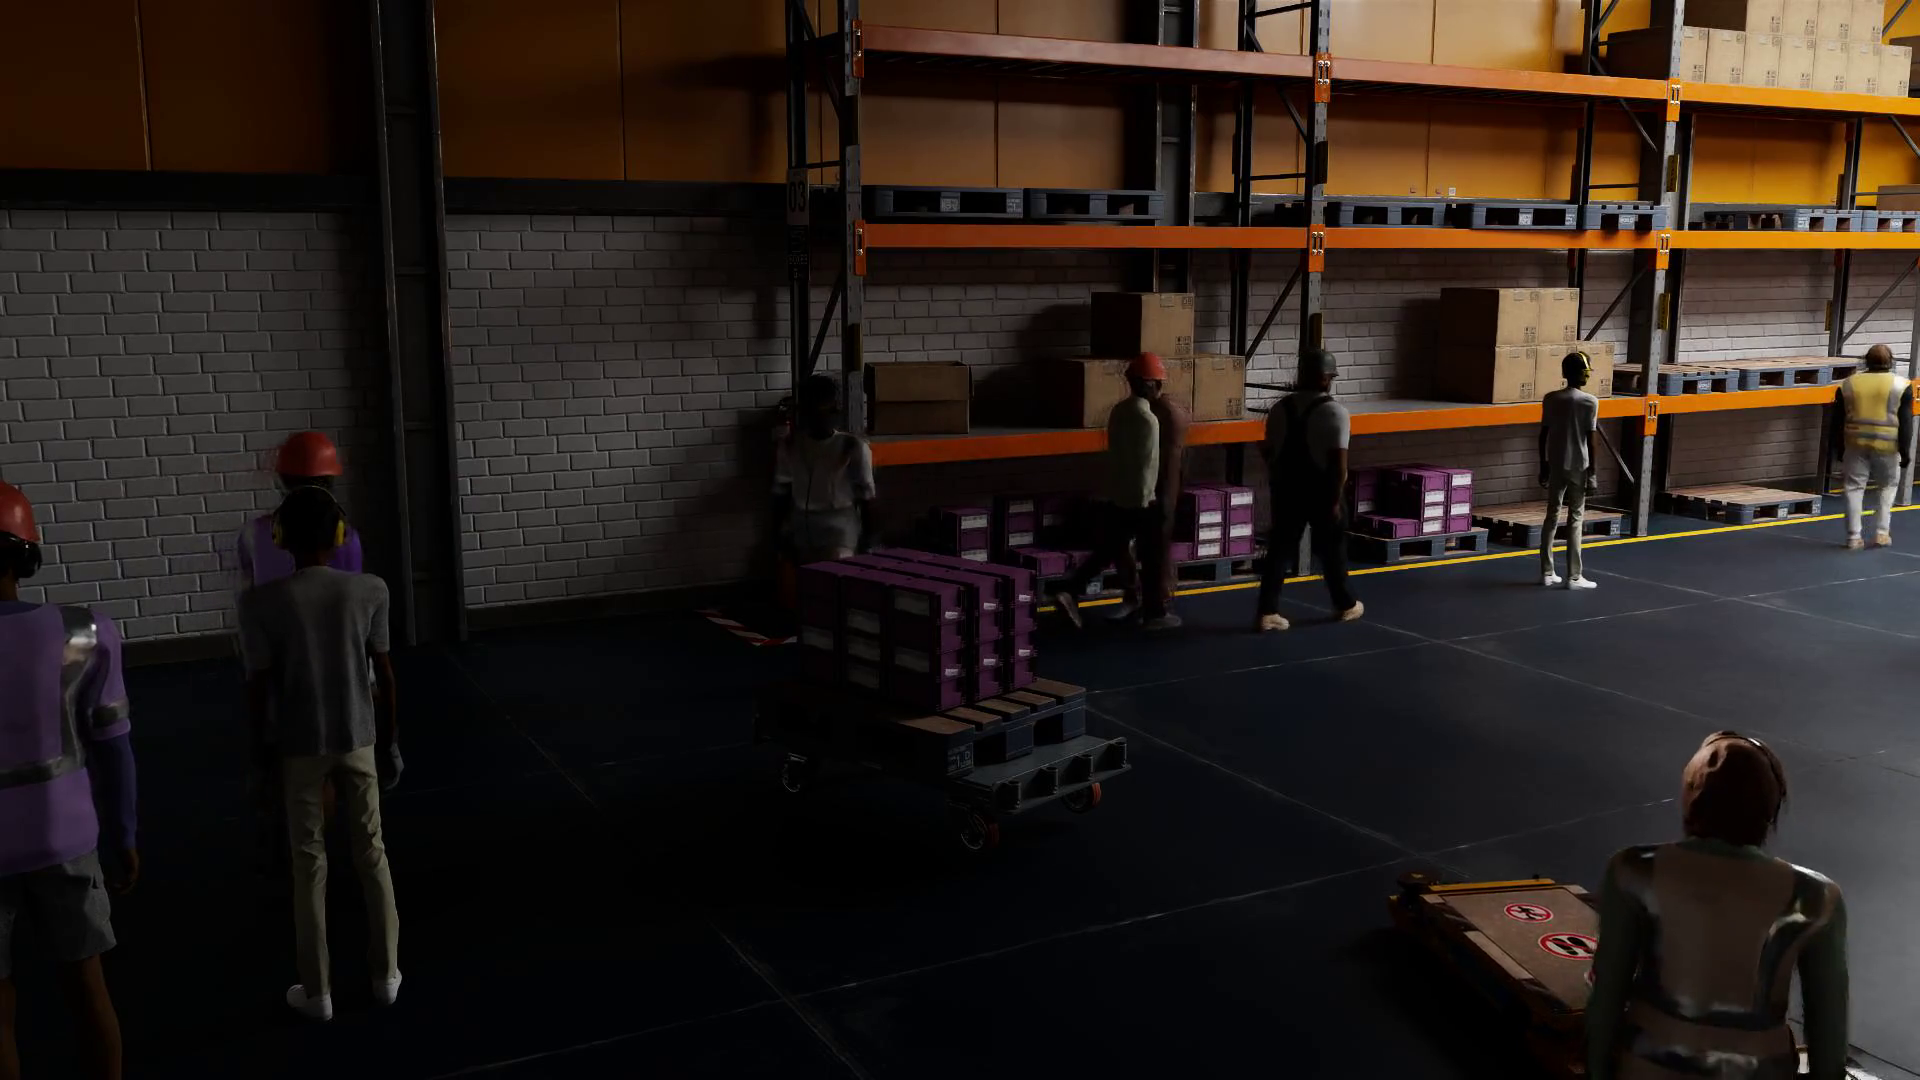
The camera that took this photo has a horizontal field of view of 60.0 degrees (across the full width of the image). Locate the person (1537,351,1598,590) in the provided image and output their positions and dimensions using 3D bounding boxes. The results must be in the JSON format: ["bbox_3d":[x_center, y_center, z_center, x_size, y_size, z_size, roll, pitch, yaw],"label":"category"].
[{"bbox_3d":[4.785,-0.547,13.082,0.335,1.873,0.520,-7,12,-34],"label":"person"}]

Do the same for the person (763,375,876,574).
[{"bbox_3d":[-0.853,0.016,9.647,0.606,1.929,0.871,6,11,29],"label":"person"}]

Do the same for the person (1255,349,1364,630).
[{"bbox_3d":[2.453,-0.390,11.686,0.681,2.000,1.040,9,14,43],"label":"person"}]

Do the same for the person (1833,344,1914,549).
[{"bbox_3d":[8.172,-0.835,14.863,0.658,1.822,0.639,9,13,41],"label":"person"}]

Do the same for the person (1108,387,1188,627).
[{"bbox_3d":[1.284,-0.312,11.696,0.505,1.890,0.648,-7,12,-37],"label":"person"}]

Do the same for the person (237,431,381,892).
[{"bbox_3d":[-2.669,0.515,6.835,0.555,1.924,0.457,4,11,22],"label":"person"}]

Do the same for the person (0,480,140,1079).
[{"bbox_3d":[-2.618,0.839,4.609,0.615,2.041,0.388,-8,12,-37],"label":"person"}]

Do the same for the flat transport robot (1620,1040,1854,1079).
[{"bbox_3d":[2.403,1.739,4.519,0.652,0.197,1.431,-1,10,-5],"label":"flat transport robot"}]

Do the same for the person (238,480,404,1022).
[{"bbox_3d":[-2.197,0.727,5.745,0.519,1.873,0.328,-6,12,-31],"label":"person"}]

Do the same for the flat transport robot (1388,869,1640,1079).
[{"bbox_3d":[2.121,1.498,5.909,0.652,0.197,1.431,-2,10,-9],"label":"flat transport robot"}]

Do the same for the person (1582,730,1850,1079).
[{"bbox_3d":[1.636,1.230,3.656,0.528,1.593,0.872,6,12,32],"label":"person"}]

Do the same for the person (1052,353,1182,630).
[{"bbox_3d":[1.109,-0.312,11.480,0.906,1.963,0.616,-5,11,-25],"label":"person"}]
